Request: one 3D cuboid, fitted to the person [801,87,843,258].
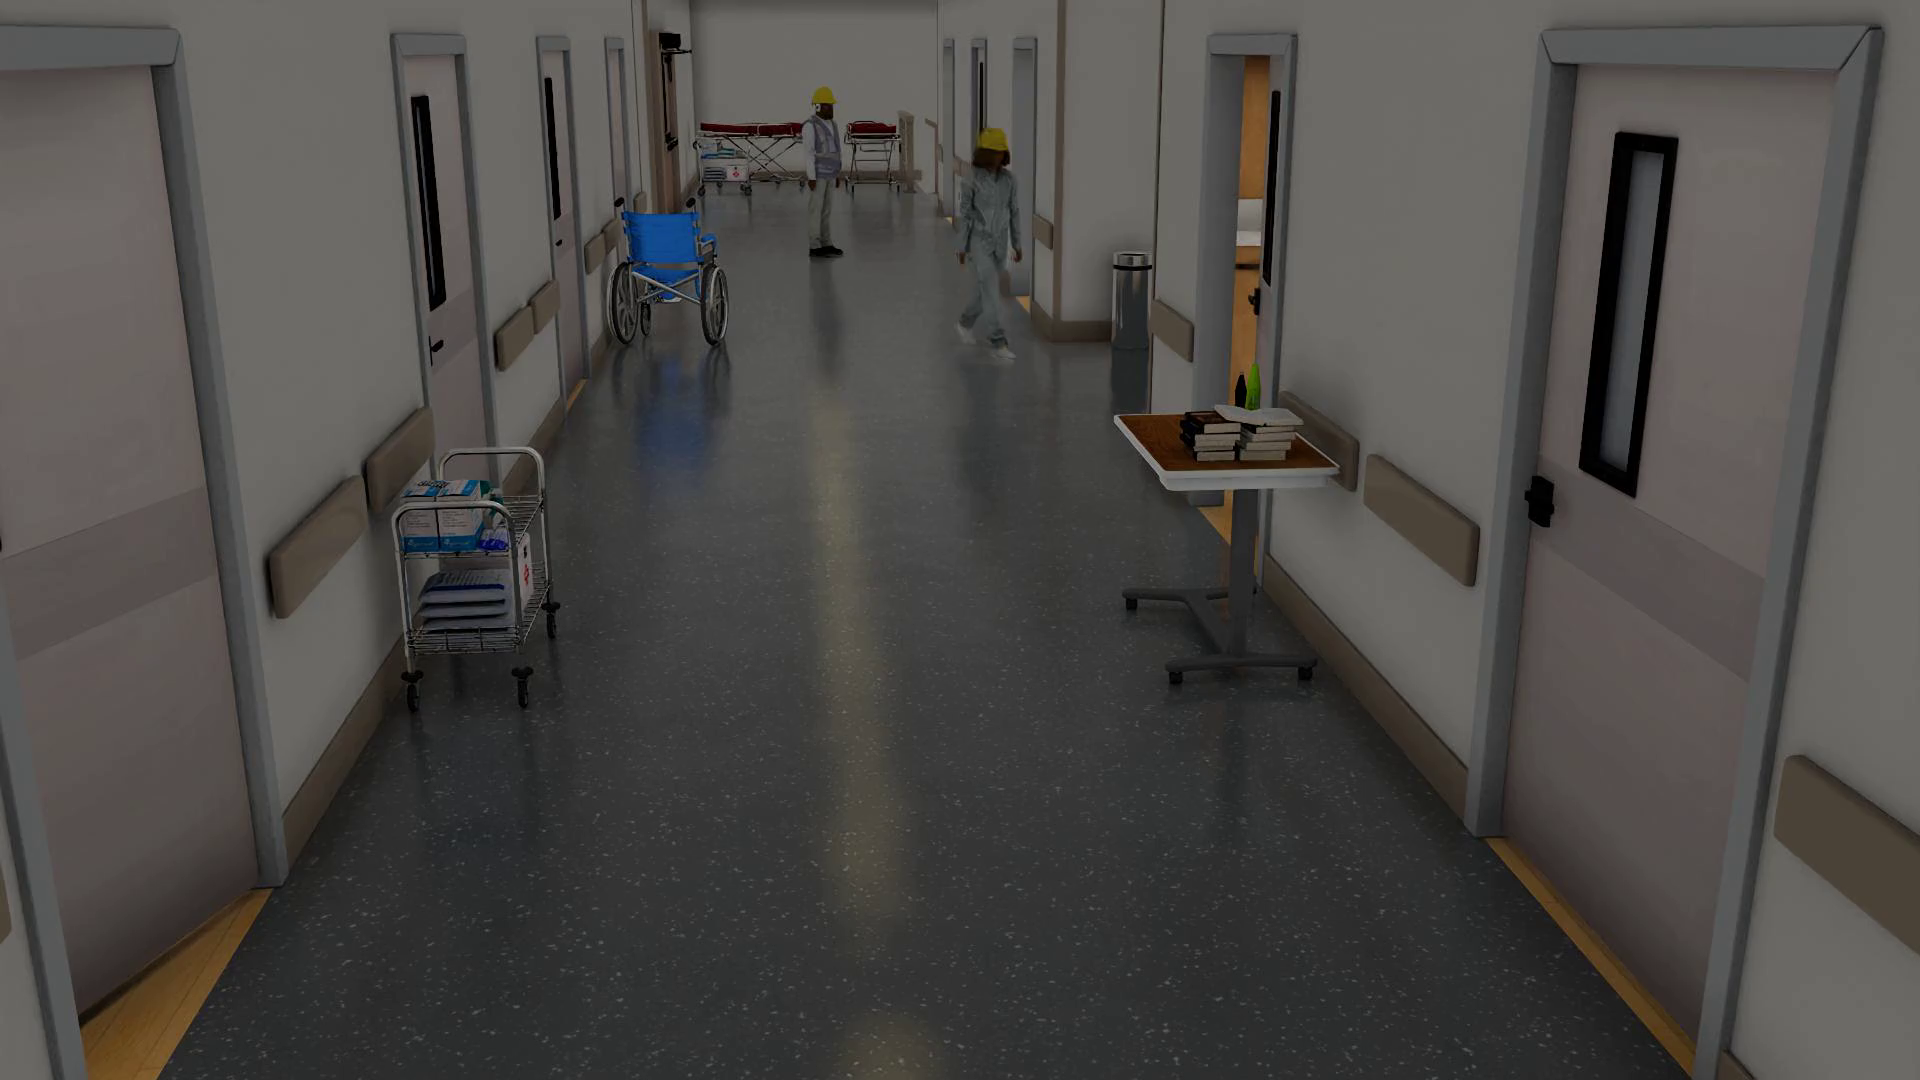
[{"bbox_3d":[-1.498,-4.045,18.323,0.404,1.834,0.591,8,18,25],"label":"person"}]

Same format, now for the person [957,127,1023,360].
[{"bbox_3d":[0.186,-2.263,12.586,0.489,1.702,0.868,-12,20,-34],"label":"person"}]
